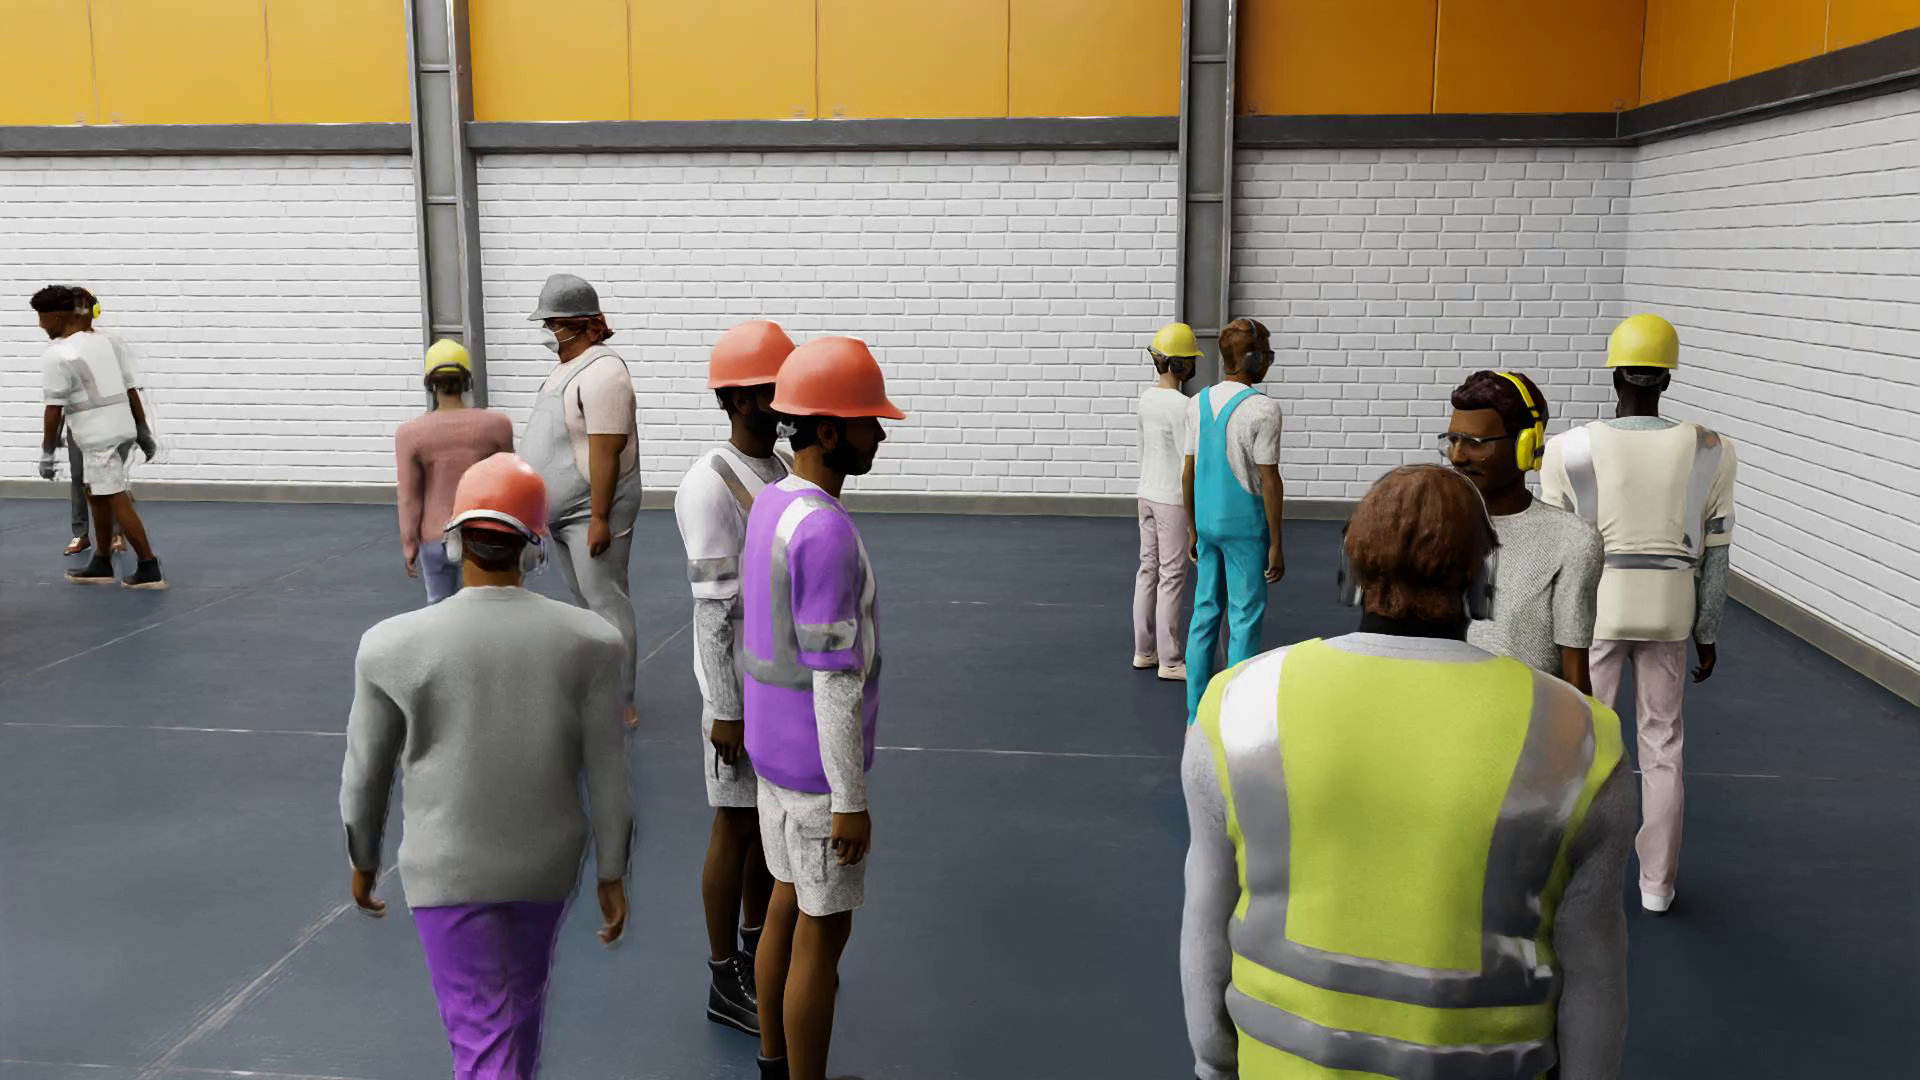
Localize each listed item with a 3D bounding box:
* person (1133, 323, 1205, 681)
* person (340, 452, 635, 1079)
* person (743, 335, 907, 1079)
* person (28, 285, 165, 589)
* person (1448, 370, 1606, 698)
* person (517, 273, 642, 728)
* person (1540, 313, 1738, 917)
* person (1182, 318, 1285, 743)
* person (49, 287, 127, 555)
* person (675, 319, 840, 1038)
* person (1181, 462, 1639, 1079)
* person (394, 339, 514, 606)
[{"bbox_3d":[1.048,-0.184,8.255,0.308,1.769,0.525,-4,11,-21],"label":"person"},{"bbox_3d":[-1.012,0.664,3.578,0.562,1.700,0.886,-6,12,-32],"label":"person"},{"bbox_3d":[-0.307,0.495,3.873,0.375,1.935,0.551,-4,11,-20],"label":"person"},{"bbox_3d":[-5.400,-0.622,10.354,0.819,1.901,0.629,2,10,9],"label":"person"},{"bbox_3d":[1.233,0.539,3.849,0.331,1.864,0.505,-6,12,-31],"label":"person"},{"bbox_3d":[-1.700,-0.173,7.401,0.538,2.000,0.683,-5,11,-28],"label":"person"},{"bbox_3d":[2.122,0.251,5.301,0.587,1.928,0.363,2,10,10],"label":"person"},{"bbox_3d":[1.161,-0.012,7.043,0.325,1.842,0.517,-8,13,-38],"label":"person"},{"bbox_3d":[-6.092,-0.830,11.648,0.518,1.874,0.327,-2,10,-13],"label":"person"},{"bbox_3d":[-0.543,0.371,4.570,0.351,1.942,0.545,3,10,16],"label":"person"},{"bbox_3d":[0.636,0.800,2.449,0.631,1.832,0.429,4,11,21],"label":"person"},{"bbox_3d":[-2.208,-0.016,7.344,0.517,1.736,0.718,-3,10,-18],"label":"person"}]
